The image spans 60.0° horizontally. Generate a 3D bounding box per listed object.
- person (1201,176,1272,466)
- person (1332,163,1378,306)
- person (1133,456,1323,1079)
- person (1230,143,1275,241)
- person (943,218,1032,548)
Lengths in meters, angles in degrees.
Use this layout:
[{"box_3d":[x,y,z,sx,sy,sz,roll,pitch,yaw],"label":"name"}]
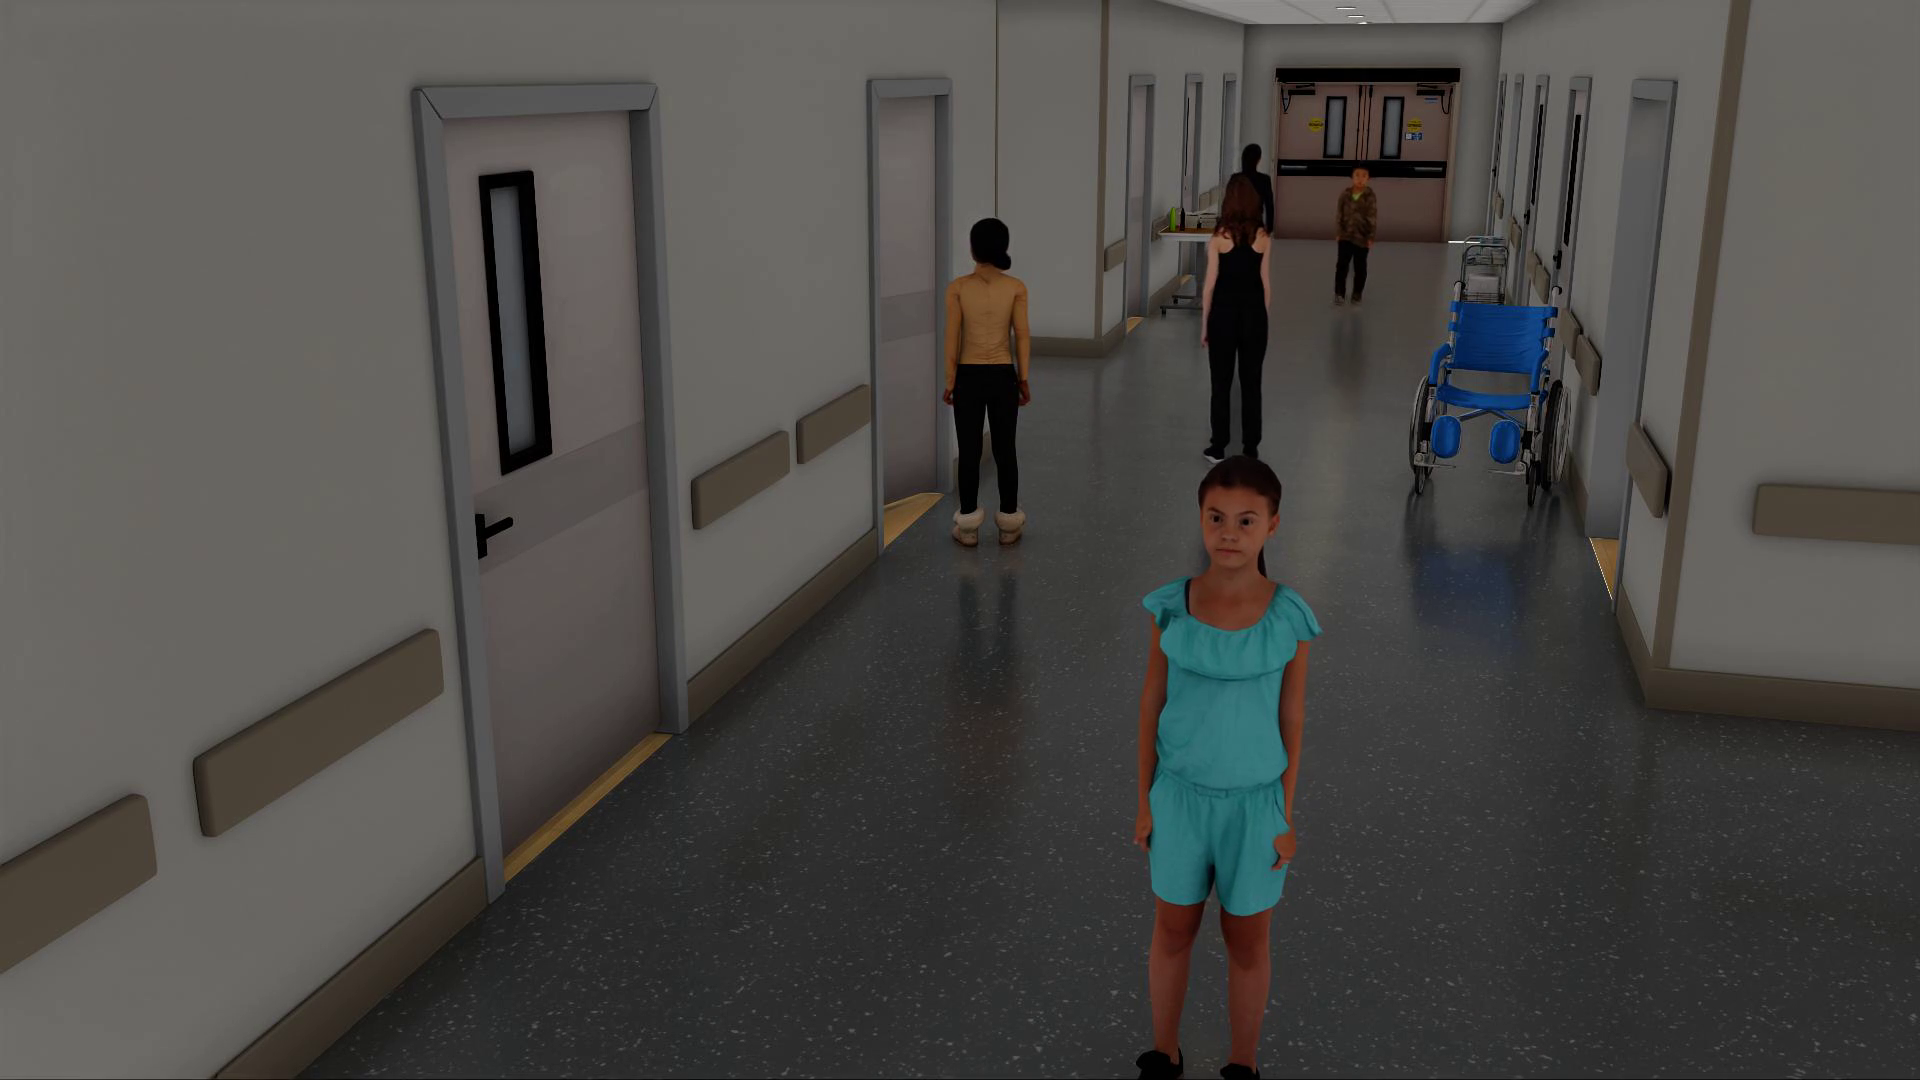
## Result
[{"box_3d":[1.689,-1.334,10.145,0.621,1.744,0.598,-1,16,-2],"label":"person"},{"box_3d":[4.064,-3.112,17.045,0.611,1.423,0.933,6,17,19],"label":"person"},{"box_3d":[0.582,0.573,3.727,0.545,1.558,0.546,5,16,17],"label":"person"},{"box_3d":[2.661,-2.785,15.441,0.592,1.665,0.998,4,16,14],"label":"person"},{"box_3d":[0.134,-0.795,8.398,0.668,1.655,0.650,-1,16,-4],"label":"person"}]
